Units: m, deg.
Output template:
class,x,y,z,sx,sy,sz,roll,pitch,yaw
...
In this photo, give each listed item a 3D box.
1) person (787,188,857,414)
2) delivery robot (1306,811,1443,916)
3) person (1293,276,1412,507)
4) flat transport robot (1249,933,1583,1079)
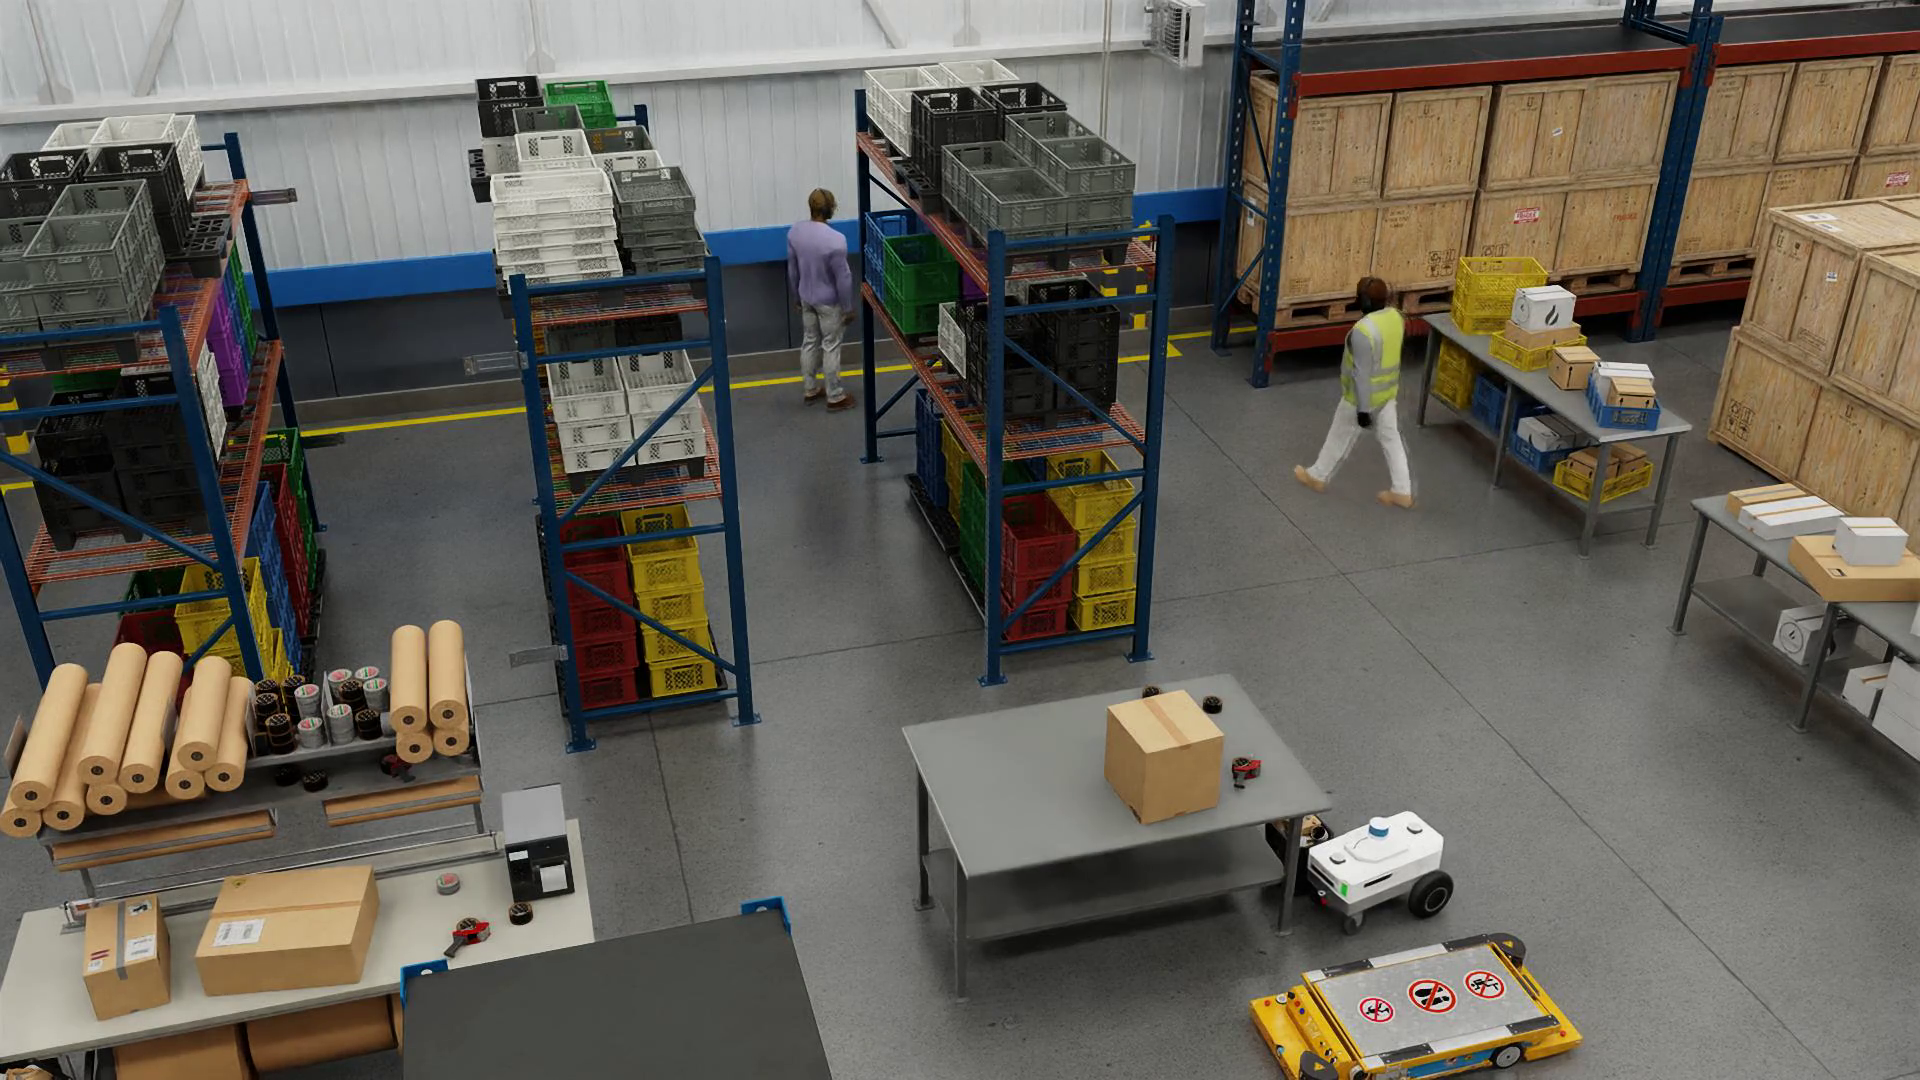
class,x,y,z,sx,sy,sz,roll,pitch,yaw
person,-1.169,-2.031,14.109,0.633,1.938,0.356,21,35,33
delivery robot,2.166,1.673,8.703,0.707,0.478,0.477,-14,32,-24
person,3.108,-1.131,12.640,0.648,1.787,0.975,-25,38,-38
flat transport robot,2.184,2.282,7.980,1.431,0.197,0.652,-8,30,-14
